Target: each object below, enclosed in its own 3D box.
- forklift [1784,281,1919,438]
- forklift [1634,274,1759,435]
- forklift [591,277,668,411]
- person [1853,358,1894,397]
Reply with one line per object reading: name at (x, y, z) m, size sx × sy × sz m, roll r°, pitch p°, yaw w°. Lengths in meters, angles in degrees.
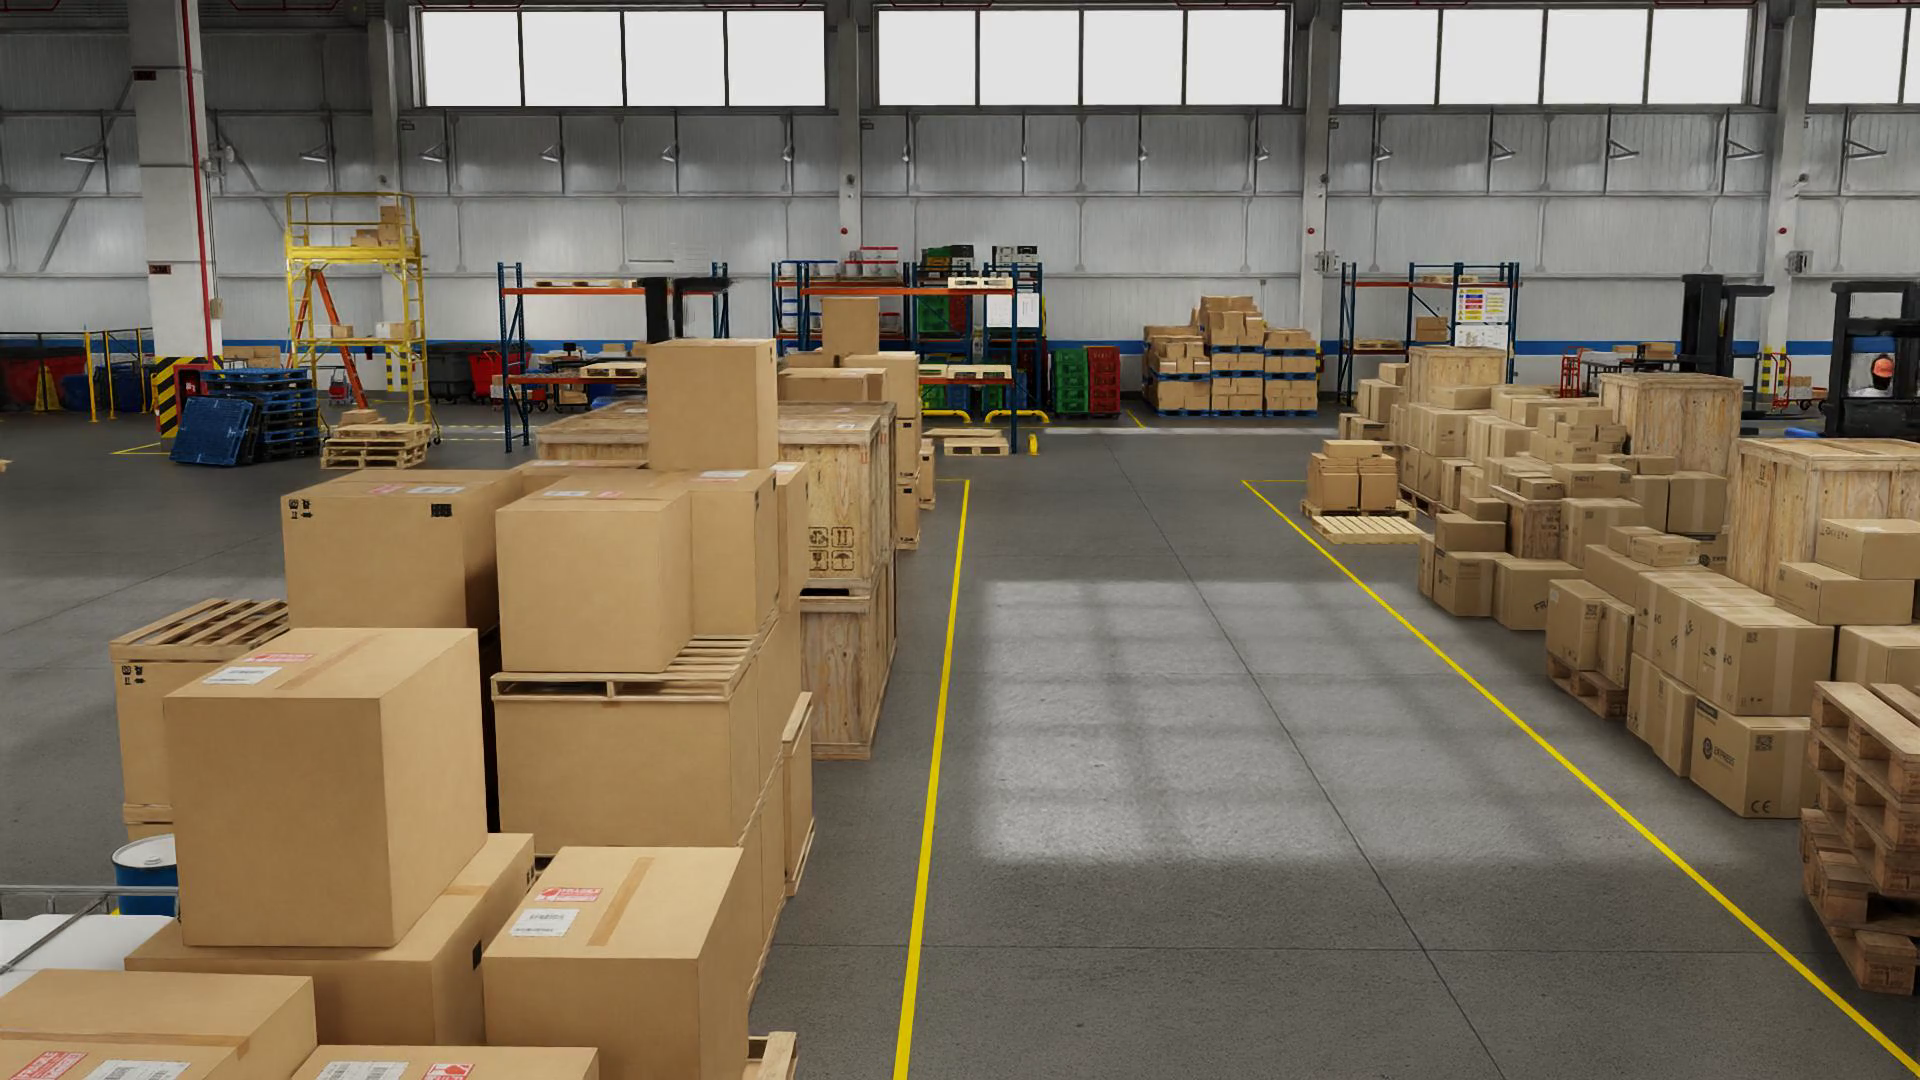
forklift at (10.316, -1.542, 18.872) m, size 1.129 × 2.768 × 1.873 m, roll 0°, pitch 9°, yaw 0°
forklift at (12.953, -3.275, 29.250) m, size 1.873 × 2.768 × 1.129 m, roll 0°, pitch 9°, yaw 1°
forklift at (-4.343, -2.371, 23.838) m, size 1.873 × 2.768 × 1.129 m, roll -2°, pitch 10°, yaw -10°
person at (10.636, -1.146, 19.328) m, size 0.544 × 1.936 × 0.359 m, roll 3°, pitch 10°, yaw 16°
